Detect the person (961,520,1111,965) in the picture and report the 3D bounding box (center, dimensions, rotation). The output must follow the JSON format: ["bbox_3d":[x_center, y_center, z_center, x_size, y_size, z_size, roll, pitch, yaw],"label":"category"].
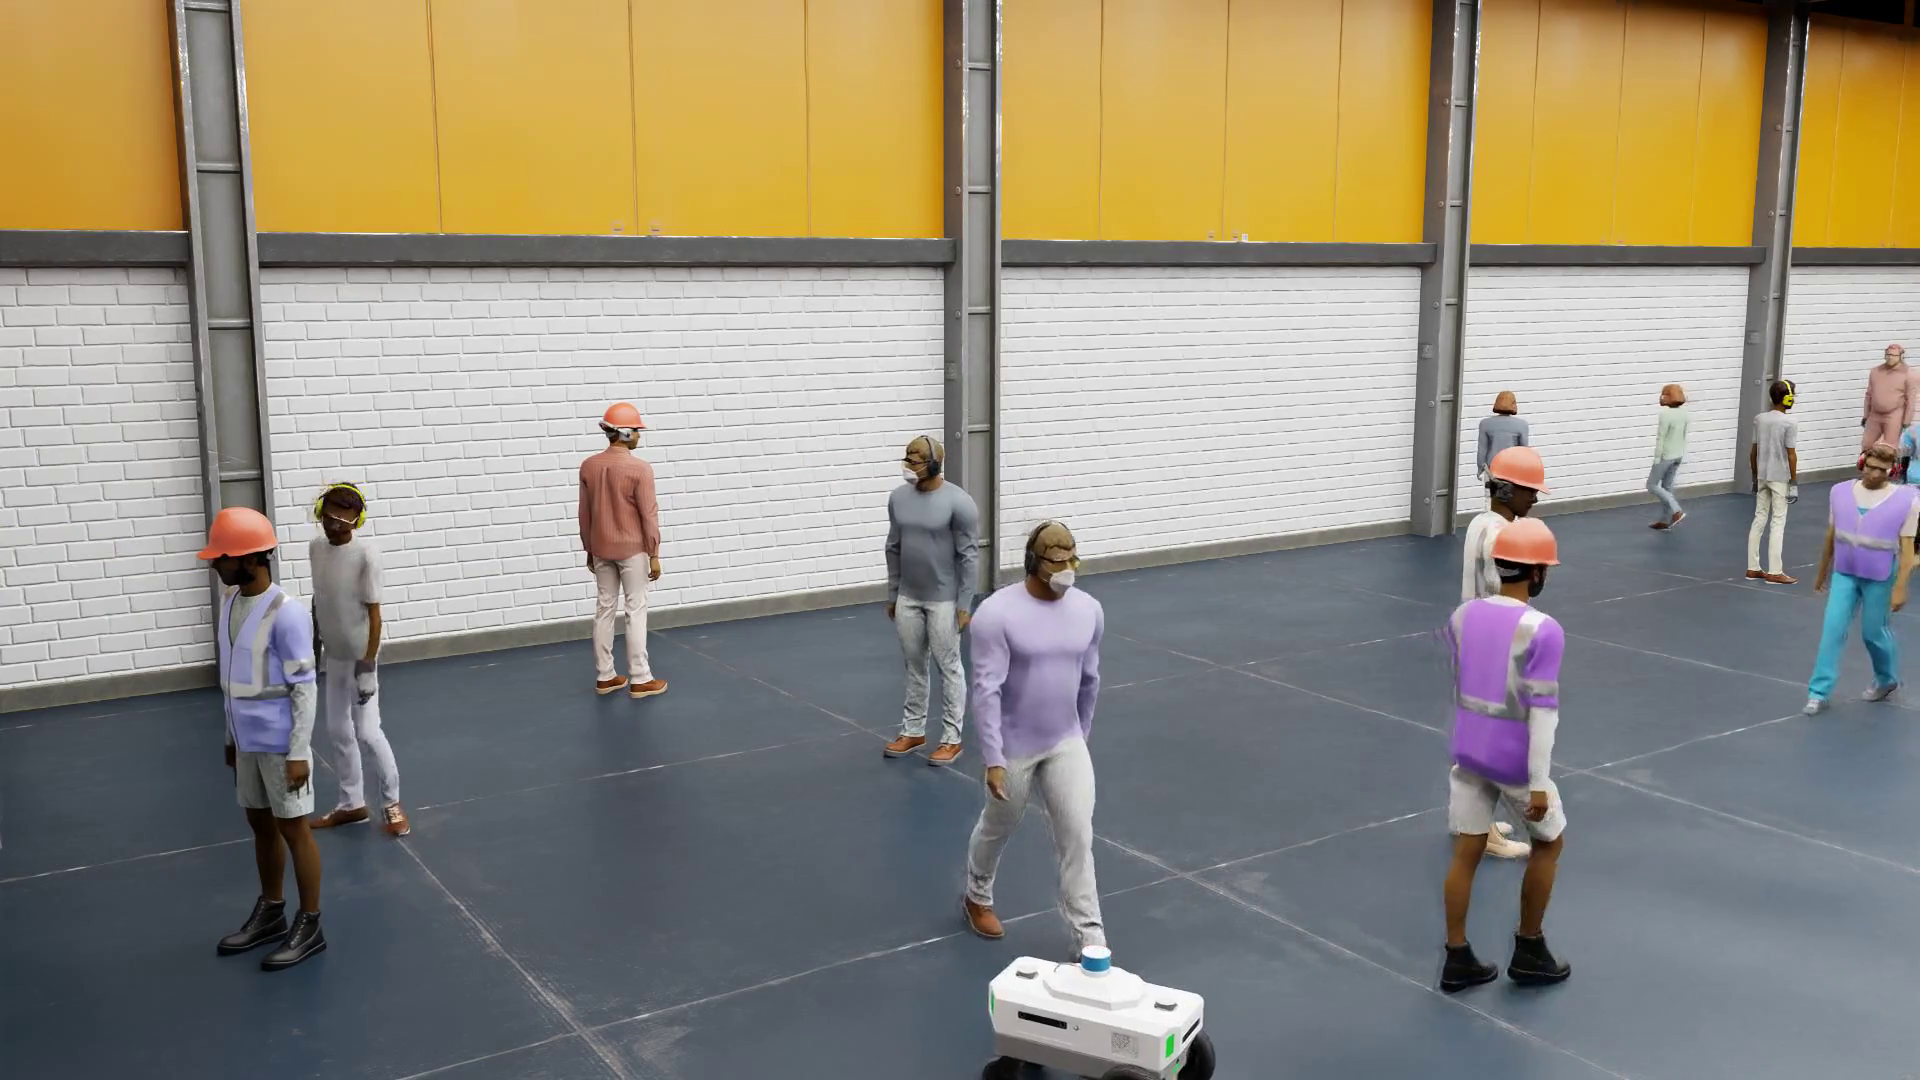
[{"bbox_3d":[0.308,0.845,6.915,0.647,1.892,1.033,-4,10,-24],"label":"person"}]

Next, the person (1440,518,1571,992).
[{"bbox_3d":[2.227,0.860,6.696,0.711,1.907,0.564,-6,11,-31],"label":"person"}]

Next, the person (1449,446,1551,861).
[{"bbox_3d":[2.669,0.548,8.233,0.402,2.033,0.605,1,9,6],"label":"person"}]

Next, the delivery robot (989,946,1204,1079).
[{"bbox_3d":[0.462,1.647,5.746,0.707,0.478,0.477,5,10,27],"label":"delivery robot"}]

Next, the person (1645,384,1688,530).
[{"bbox_3d":[7.736,-0.889,18.129,0.521,1.622,0.394,-7,12,-38],"label":"person"}]

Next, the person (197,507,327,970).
[{"bbox_3d":[-2.894,0.818,6.903,0.546,1.934,0.376,7,12,36],"label":"person"}]

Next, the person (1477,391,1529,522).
[{"bbox_3d":[5.537,-0.709,17.000,0.502,1.632,0.278,4,10,22],"label":"person"}]

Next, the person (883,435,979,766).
[{"bbox_3d":[-0.174,0.348,9.725,0.629,1.936,0.372,7,12,36],"label":"person"}]

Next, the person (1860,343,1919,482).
[{"bbox_3d":[12.045,-1.602,21.579,0.441,1.893,0.675,-6,11,-31],"label":"person"}]

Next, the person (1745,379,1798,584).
[{"bbox_3d":[7.470,-0.534,15.239,0.328,1.872,0.514,-4,10,-21],"label":"person"}]

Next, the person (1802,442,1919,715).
[{"bbox_3d":[5.914,0.236,10.863,0.875,1.799,0.636,-7,12,-36],"label":"person"}]

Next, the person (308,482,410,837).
[{"bbox_3d":[-3.095,0.611,8.457,0.614,1.843,0.382,6,11,32],"label":"person"}]

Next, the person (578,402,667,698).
[{"bbox_3d":[-2.277,0.067,11.247,0.621,1.990,0.391,5,11,26],"label":"person"}]

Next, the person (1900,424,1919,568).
[{"bbox_3d":[9.385,-0.579,16.060,0.556,1.675,0.594,8,12,39],"label":"person"}]
